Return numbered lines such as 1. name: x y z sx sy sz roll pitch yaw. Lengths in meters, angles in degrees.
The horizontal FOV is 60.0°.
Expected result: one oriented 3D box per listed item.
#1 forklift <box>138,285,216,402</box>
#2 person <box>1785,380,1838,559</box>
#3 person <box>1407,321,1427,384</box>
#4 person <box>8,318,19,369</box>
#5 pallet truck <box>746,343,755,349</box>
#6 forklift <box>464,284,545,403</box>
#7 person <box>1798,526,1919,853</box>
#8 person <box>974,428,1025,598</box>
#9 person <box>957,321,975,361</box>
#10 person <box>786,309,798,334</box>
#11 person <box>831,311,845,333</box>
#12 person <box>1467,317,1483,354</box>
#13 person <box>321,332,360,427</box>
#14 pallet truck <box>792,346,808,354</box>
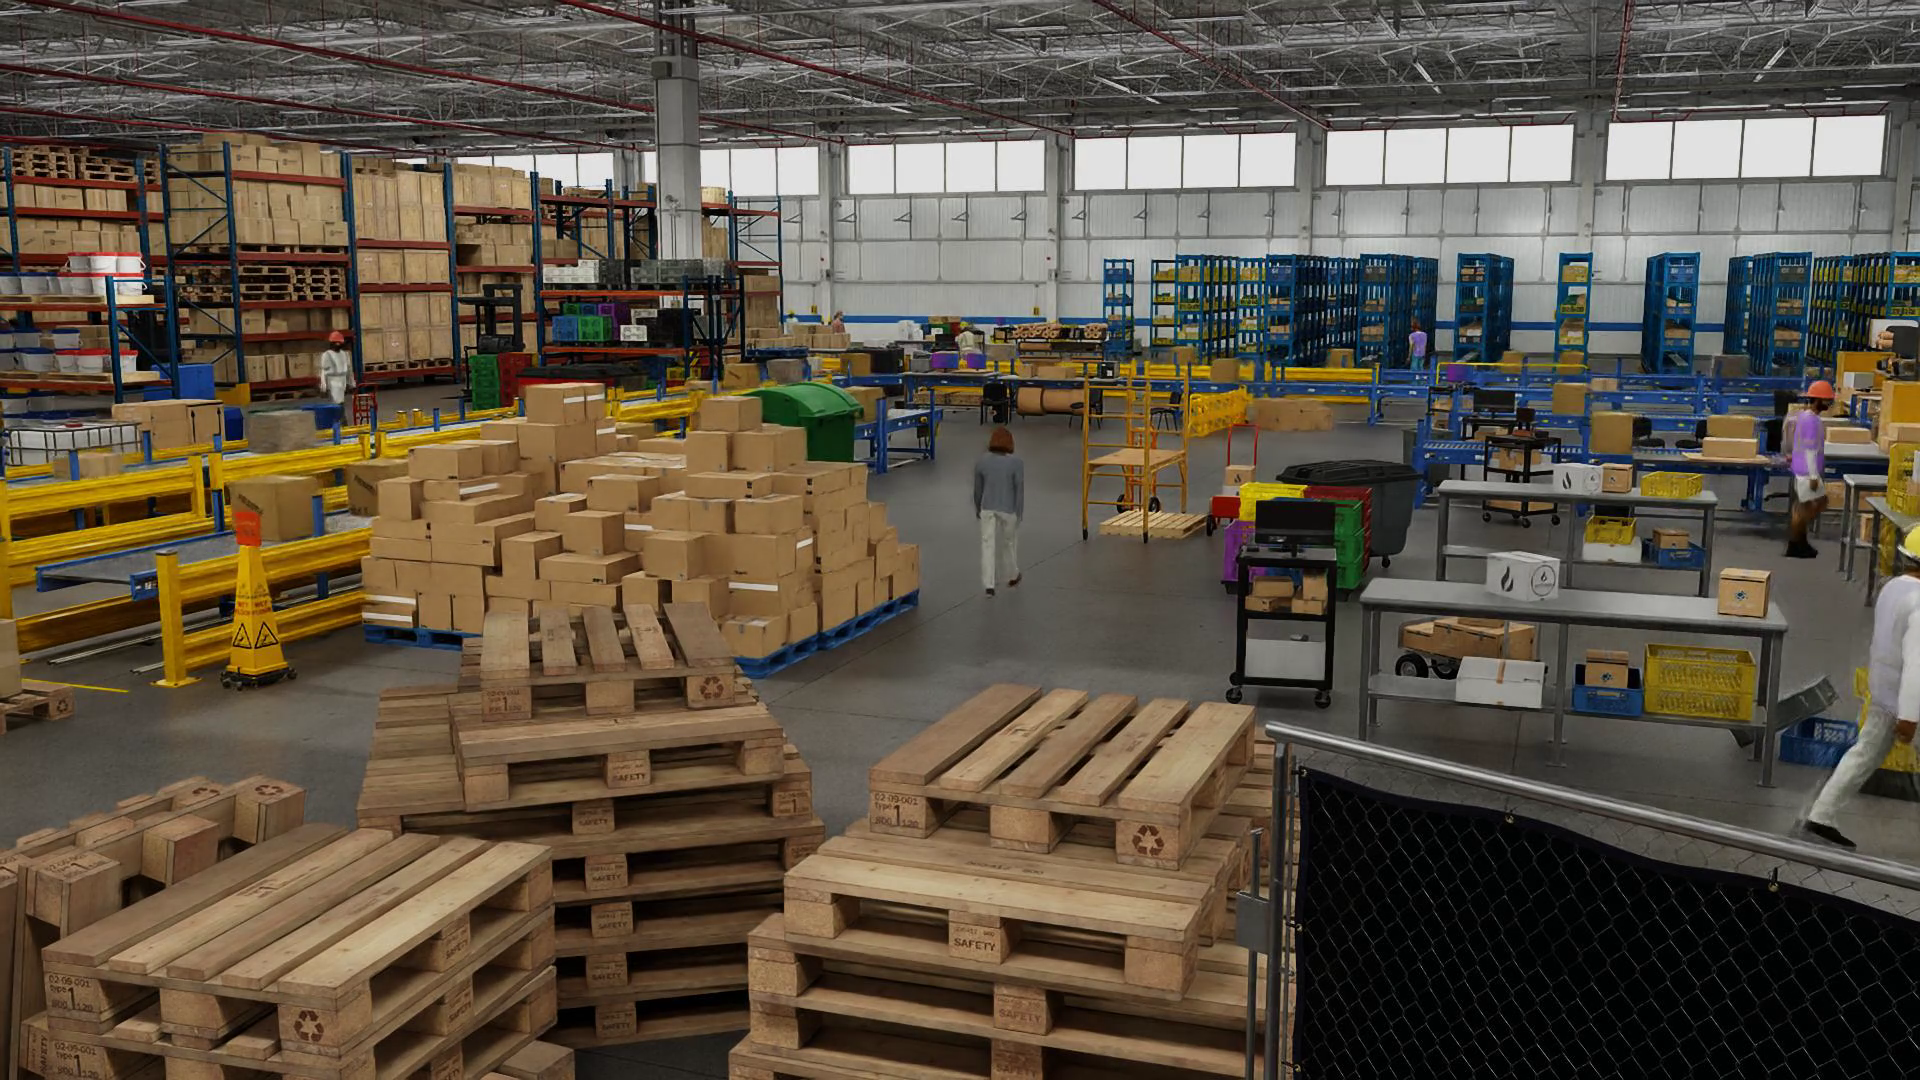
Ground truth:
1. forklift: -17.480 -4.200 36.461 1.873 2.768 1.129 3 10 19
2. person: 9.118 -0.746 17.776 0.474 1.917 0.581 4 10 25
3. person: 11.855 -4.745 43.140 0.563 1.840 0.390 -4 10 -26
4. person: -26.598 -5.321 46.818 0.644 1.829 0.463 4 10 25
5. pallet truck: -6.183 -4.618 44.264 1.601 1.201 0.680 -9 12 -43
6. forklift: -10.832 -4.702 39.610 1.129 2.768 1.873 3 10 20
7. person: 4.882 0.790 8.585 0.960 1.789 0.602 1 9 9
8. person: 0.377 -0.272 15.831 0.516 1.585 0.852 2 9 13
9. person: 0.110 -5.081 45.467 0.944 1.773 0.608 6 11 35
10. person: -6.390 -7.951 63.567 0.521 1.742 0.762 3 10 18
11. person: -3.798 -6.239 52.327 0.400 1.905 0.643 -5 10 -28
12. person: 15.519 -5.922 50.114 1.080 1.992 0.610 -3 10 -18
13. person: -11.320 -2.810 30.506 1.030 1.993 0.617 3 10 20
14. pallet truck: -3.705 -4.298 42.022 0.653 1.274 1.630 3 10 20
